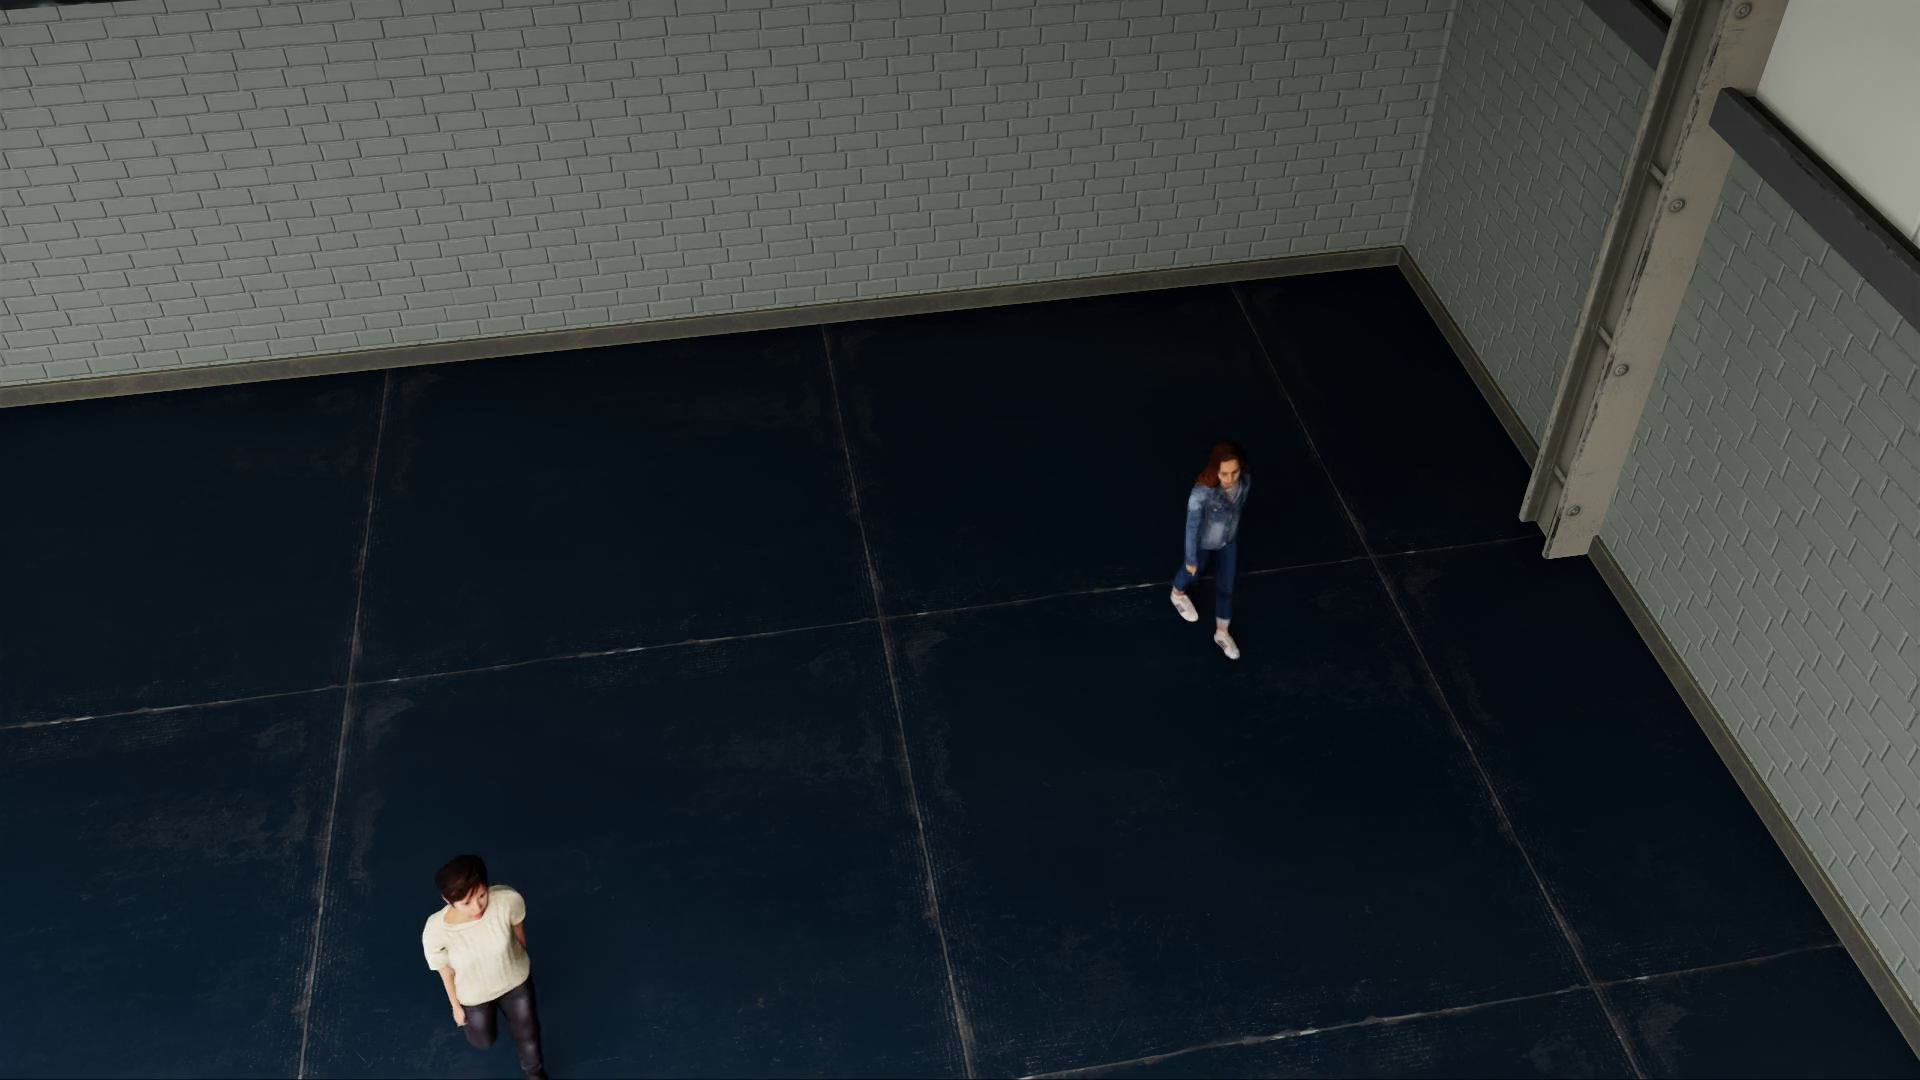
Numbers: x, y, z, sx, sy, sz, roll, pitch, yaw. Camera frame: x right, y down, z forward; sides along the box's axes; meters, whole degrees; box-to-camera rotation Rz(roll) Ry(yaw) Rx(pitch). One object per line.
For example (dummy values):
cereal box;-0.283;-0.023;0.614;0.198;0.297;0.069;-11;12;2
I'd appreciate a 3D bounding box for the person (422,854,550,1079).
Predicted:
person;-2.018;1.830;7.057;0.758;1.568;0.941;-22;47;-22

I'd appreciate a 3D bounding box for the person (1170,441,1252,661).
person;1.355;-0.057;9.163;0.720;1.453;0.929;-23;48;-22
